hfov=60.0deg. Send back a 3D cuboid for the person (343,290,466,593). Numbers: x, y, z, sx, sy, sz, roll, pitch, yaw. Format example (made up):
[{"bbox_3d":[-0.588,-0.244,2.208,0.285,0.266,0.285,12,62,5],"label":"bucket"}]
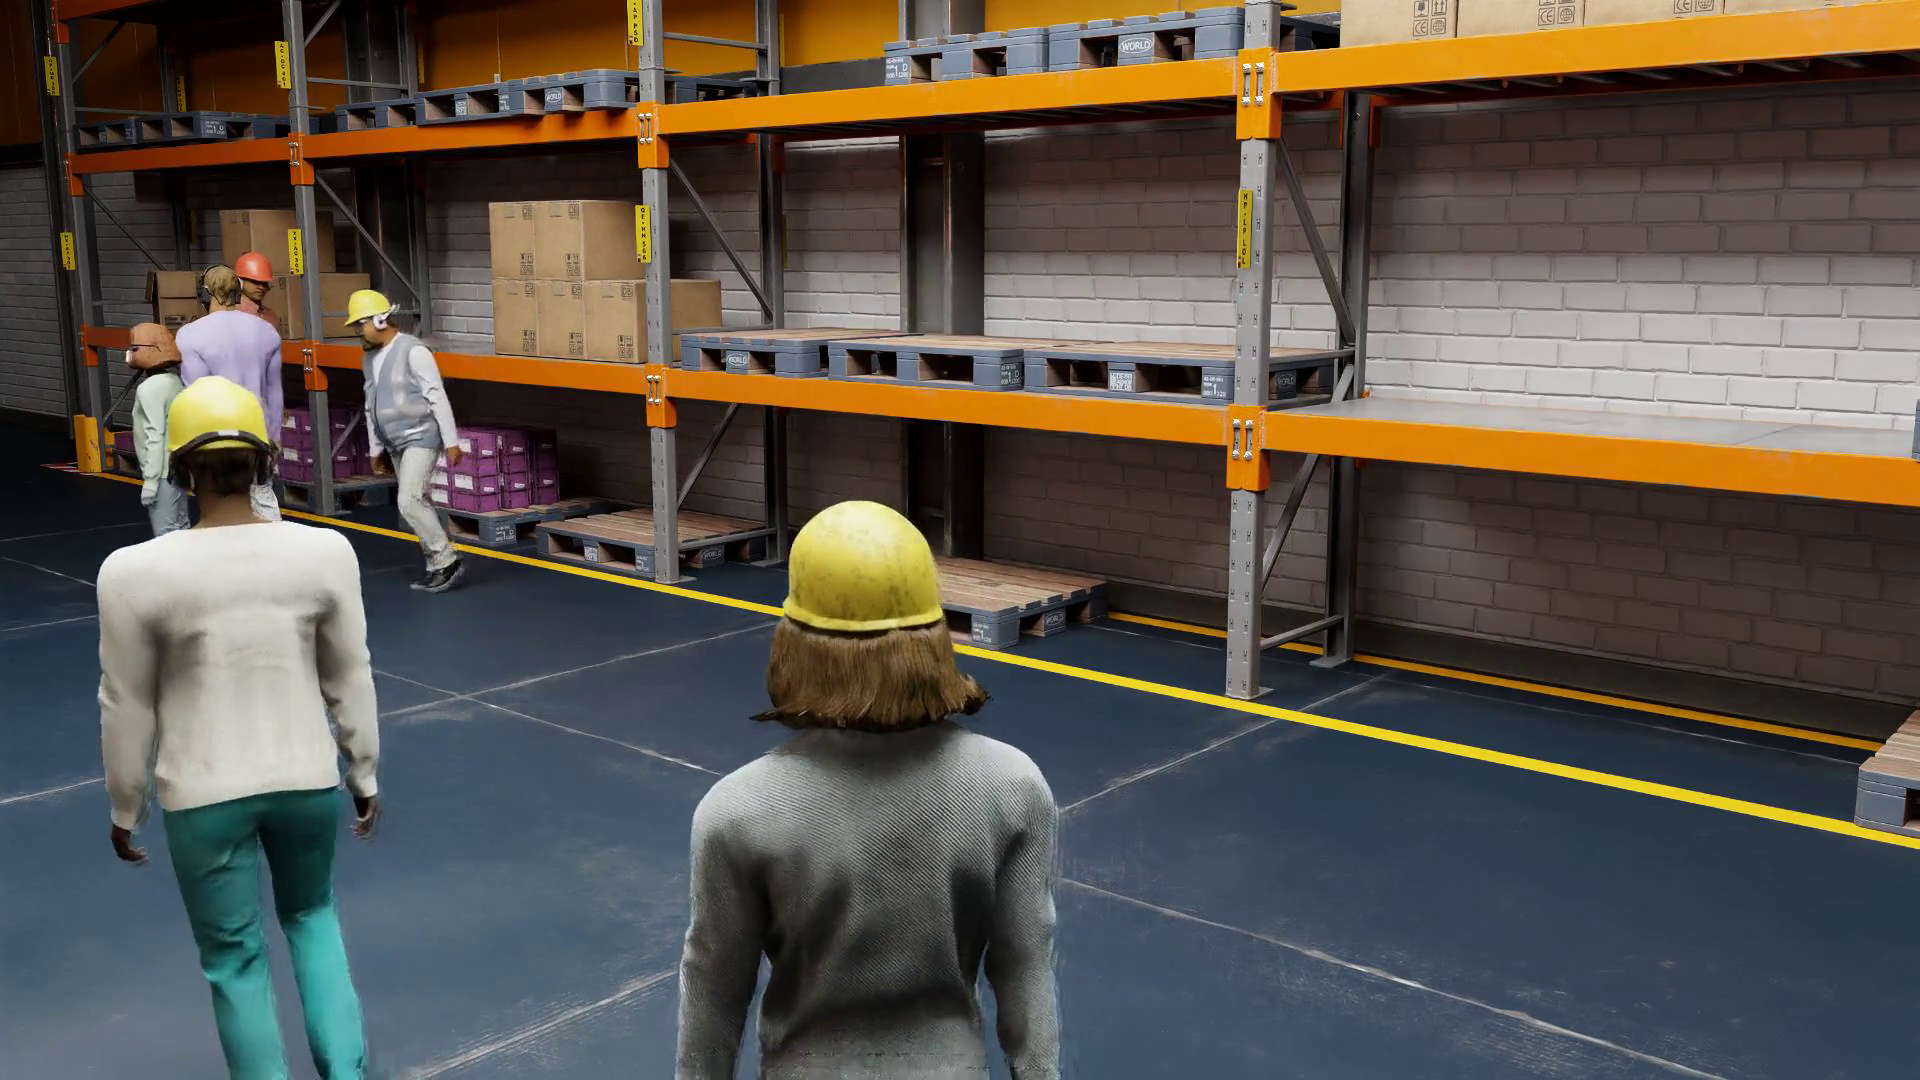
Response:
[{"bbox_3d":[-3.252,-0.563,9.739,0.619,1.781,0.572,9,13,41],"label":"person"}]

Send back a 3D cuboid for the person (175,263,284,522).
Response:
[{"bbox_3d":[-4.051,-0.564,9.281,0.353,1.937,0.635,6,11,30],"label":"person"}]

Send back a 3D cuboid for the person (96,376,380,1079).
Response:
[{"bbox_3d":[-1.538,0.529,3.582,0.535,1.751,0.381,-8,13,-39],"label":"person"}]

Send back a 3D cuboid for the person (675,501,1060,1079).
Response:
[{"bbox_3d":[-0.134,0.788,2.267,0.501,1.700,0.818,-4,11,-20],"label":"person"}]

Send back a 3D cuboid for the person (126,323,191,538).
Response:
[{"bbox_3d":[-4.200,-0.319,8.756,0.272,1.632,0.506,-2,10,-10],"label":"person"}]

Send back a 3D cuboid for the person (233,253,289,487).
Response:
[{"bbox_3d":[-4.787,-0.949,11.330,0.392,1.989,0.610,2,10,11],"label":"person"}]
